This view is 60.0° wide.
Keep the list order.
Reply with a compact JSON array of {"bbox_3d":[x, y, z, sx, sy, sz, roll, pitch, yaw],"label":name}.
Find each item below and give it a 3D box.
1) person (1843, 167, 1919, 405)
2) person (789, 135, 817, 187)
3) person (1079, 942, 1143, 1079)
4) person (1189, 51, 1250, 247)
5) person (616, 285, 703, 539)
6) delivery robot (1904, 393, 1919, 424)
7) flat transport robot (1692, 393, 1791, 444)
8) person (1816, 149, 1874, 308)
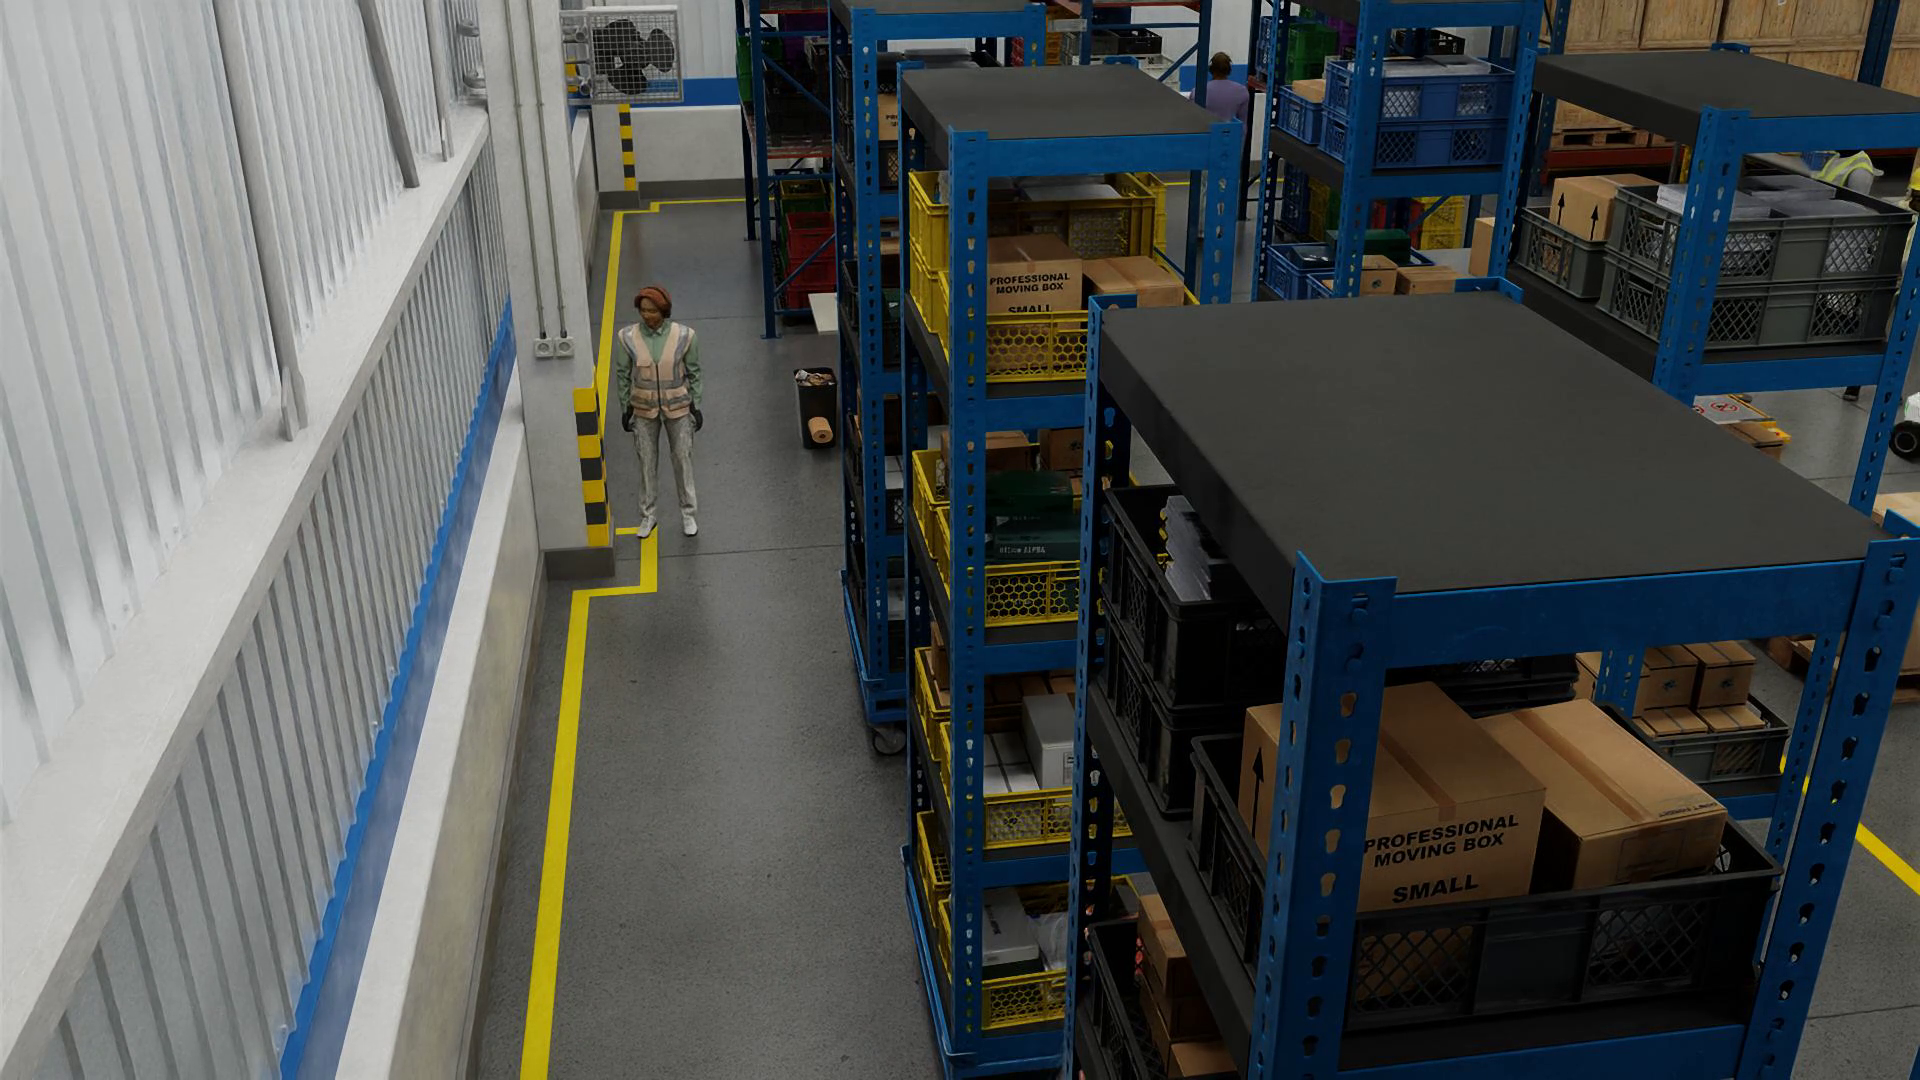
[{"bbox_3d":[7.136,-1.933,12.608,0.591,1.837,0.403,10,26,20],"label":"person"},{"bbox_3d":[-1.772,-4.845,18.899,0.575,1.876,0.340,18,30,34],"label":"person"},{"bbox_3d":[0.559,1.822,4.289,0.704,1.967,0.571,-20,31,-36],"label":"person"},{"bbox_3d":[2.596,-3.964,16.900,0.635,1.939,0.361,-4,25,-9],"label":"person"},{"bbox_3d":[-1.857,-0.795,10.370,0.520,1.636,0.312,-2,25,-5],"label":"person"},{"bbox_3d":[7.020,-0.834,11.634,0.477,0.478,0.707,-17,29,-32],"label":"delivery robot"},{"bbox_3d":[5.224,-0.859,12.132,1.431,0.197,0.652,-4,25,-8],"label":"flat transport robot"},{"bbox_3d":[7.389,-2.632,14.121,0.429,1.845,0.622,3,25,6],"label":"person"}]
